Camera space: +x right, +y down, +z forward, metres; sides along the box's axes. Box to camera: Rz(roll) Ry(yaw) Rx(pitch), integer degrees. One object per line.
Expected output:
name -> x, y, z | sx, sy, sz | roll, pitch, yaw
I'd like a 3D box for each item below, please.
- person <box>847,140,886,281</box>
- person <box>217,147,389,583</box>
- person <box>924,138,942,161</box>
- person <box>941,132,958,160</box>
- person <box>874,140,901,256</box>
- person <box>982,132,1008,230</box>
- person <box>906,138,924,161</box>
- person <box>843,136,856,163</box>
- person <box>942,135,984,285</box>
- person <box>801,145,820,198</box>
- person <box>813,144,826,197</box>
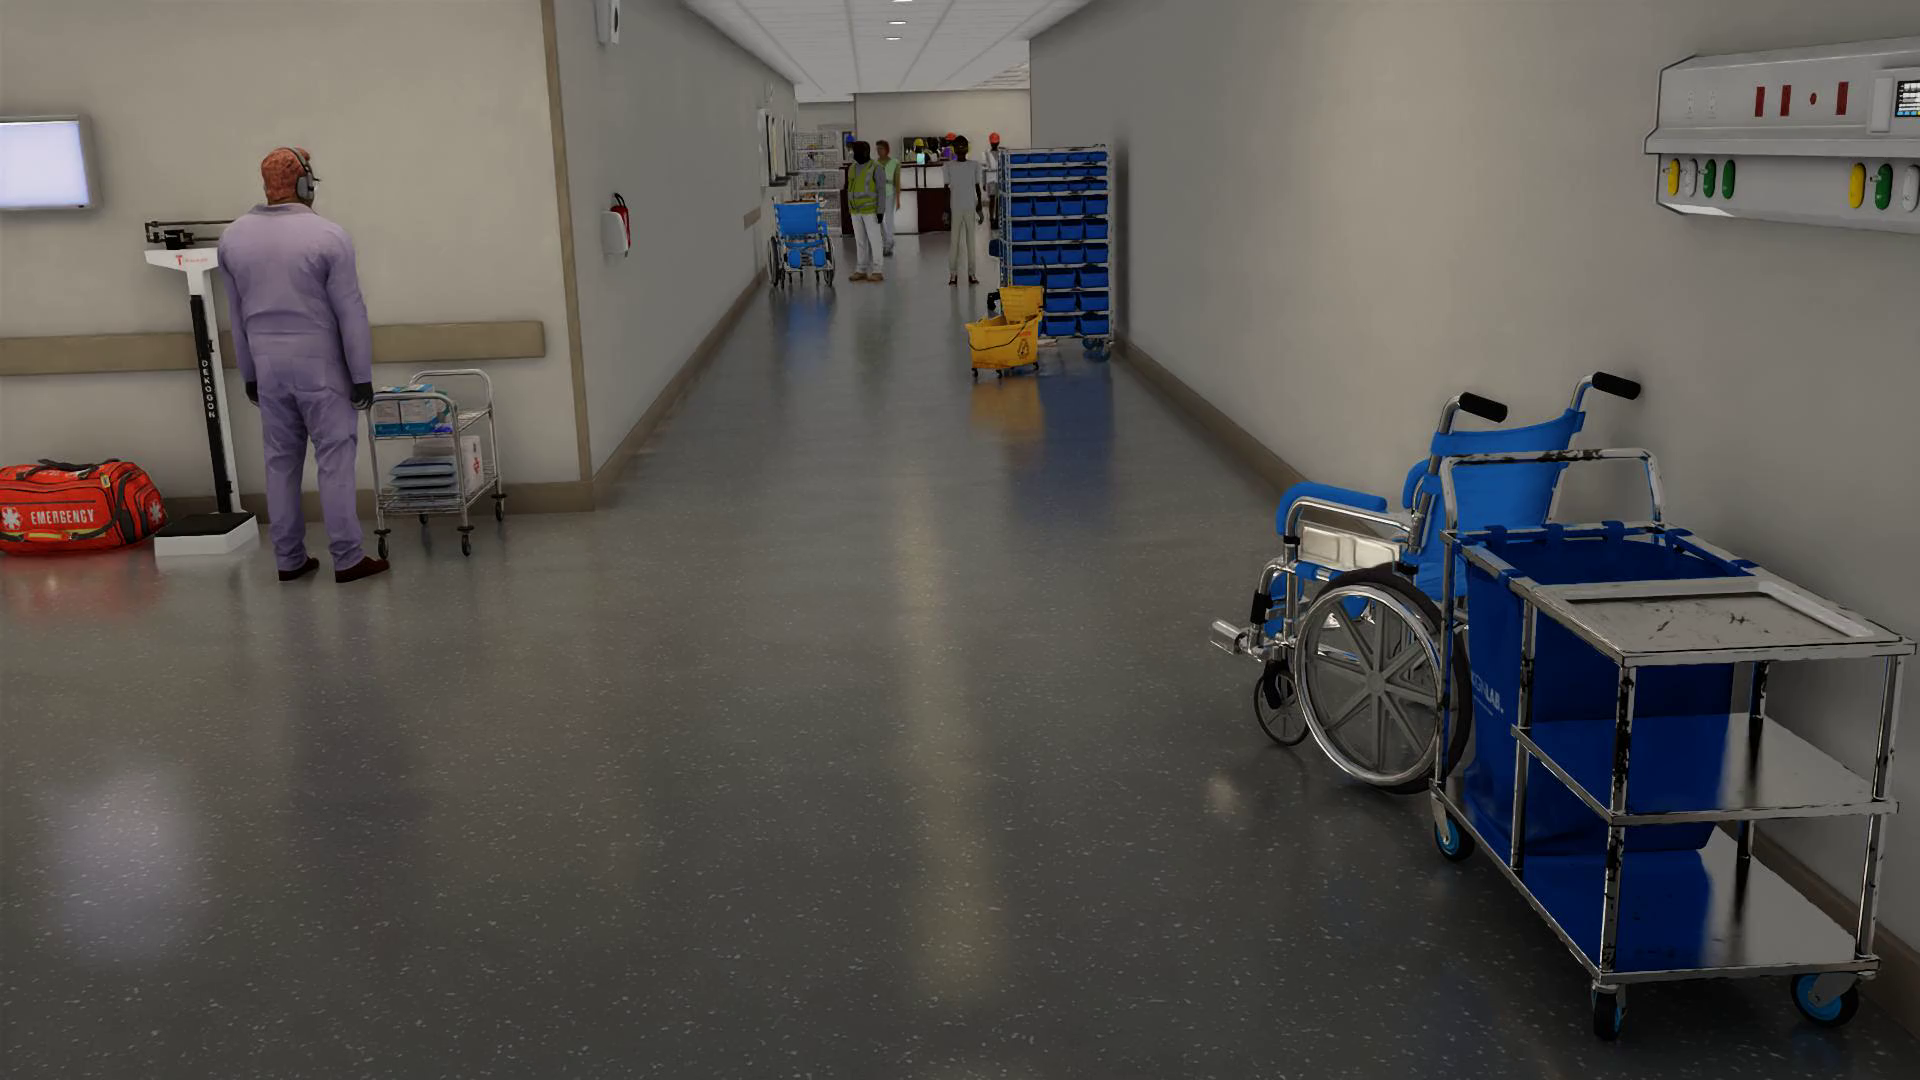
person -> -1.257, -4.349, 22.027 | 0.633, 1.839, 0.429 | 10, 18, 41
person -> -2.867, -0.753, 7.322 | 0.651, 1.904, 0.399 | 1, 14, 12
person -> -0.615, -8.497, 39.032 | 0.433, 1.836, 0.617 | 8, 17, 35
person -> -0.192, -8.558, 38.991 | 0.366, 1.939, 0.542 | -13, 18, -39
person -> -1.196, -5.491, 26.722 | 0.588, 1.847, 0.449 | 7, 16, 31
person -> 0.737, -7.141, 33.139 | 0.543, 1.905, 0.737 | -4, 14, -8
person -> -0.993, -8.640, 39.672 | 0.593, 1.826, 0.404 | -8, 15, -26
person -> -2.734, -9.247, 42.143 | 0.412, 1.937, 0.629 | -4, 14, -11
person -> 0.040, -4.181, 21.118 | 0.538, 1.869, 0.312 | -3, 14, -7
person -> -3.735, -9.080, 41.956 | 0.334, 1.743, 0.560 | 8, 17, 35
person -> -4.159, -10.622, 48.303 | 0.535, 1.767, 0.315 | -5, 14, -13
